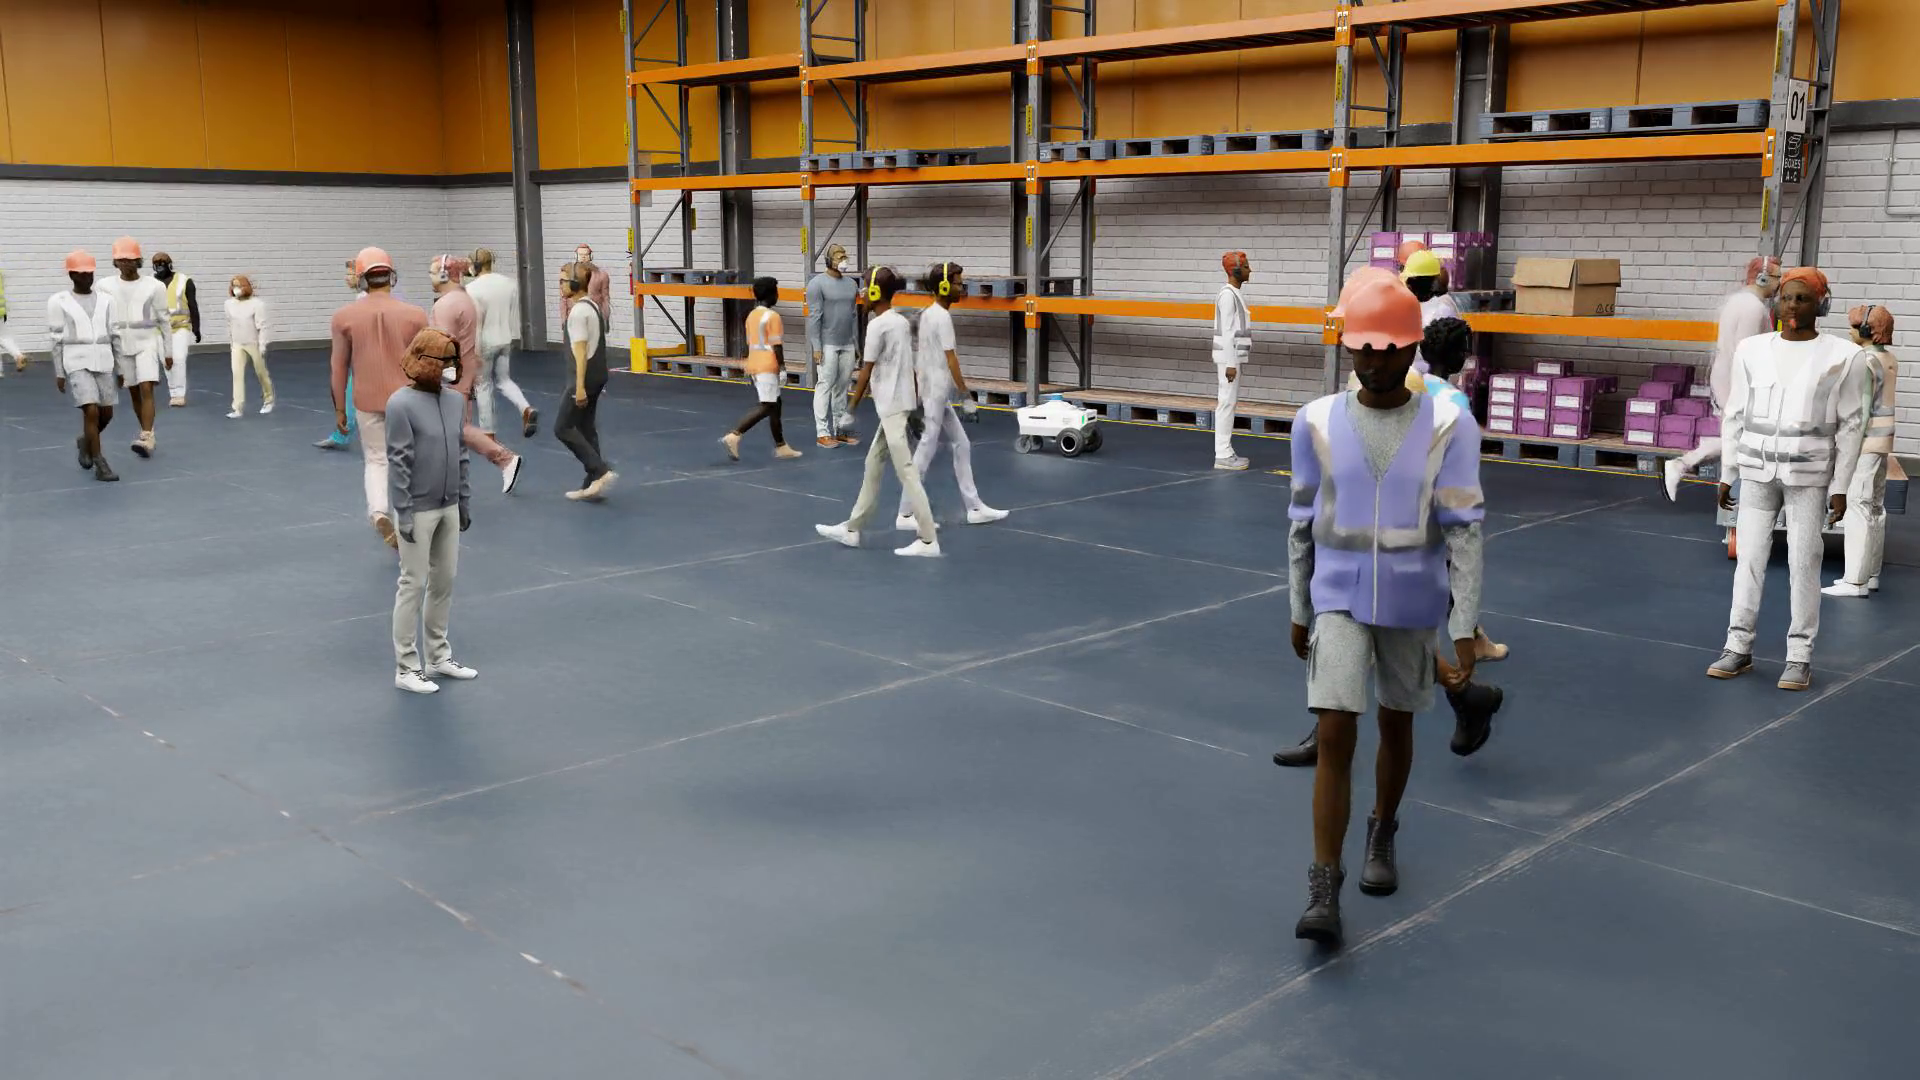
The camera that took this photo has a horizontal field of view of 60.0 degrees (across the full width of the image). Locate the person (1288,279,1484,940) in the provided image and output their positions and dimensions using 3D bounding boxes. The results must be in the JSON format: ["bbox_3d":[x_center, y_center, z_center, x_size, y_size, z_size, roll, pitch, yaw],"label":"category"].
[{"bbox_3d":[1.206,0.206,4.813,0.565,1.886,0.962,3,11,18],"label":"person"}]

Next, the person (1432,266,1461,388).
[{"bbox_3d":[3.717,-1.285,13.240,0.979,1.785,0.642,3,11,16],"label":"person"}]

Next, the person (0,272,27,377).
[{"bbox_3d":[-13.778,-3.207,23.683,0.545,1.812,0.672,1,10,4],"label":"person"}]

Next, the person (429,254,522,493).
[{"bbox_3d":[-3.856,-1.262,12.867,0.802,1.878,0.646,-1,10,-8],"label":"person"}]

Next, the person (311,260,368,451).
[{"bbox_3d":[-5.589,-1.721,15.599,0.961,1.791,0.583,-5,12,-26],"label":"person"}]

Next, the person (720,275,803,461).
[{"bbox_3d":[-1.786,-1.522,14.844,0.769,1.673,0.534,-5,12,-27],"label":"person"}]

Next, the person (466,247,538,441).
[{"bbox_3d":[-4.510,-1.887,16.192,0.718,1.912,0.639,6,12,28],"label":"person"}]

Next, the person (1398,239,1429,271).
[{"bbox_3d":[3.854,-1.616,14.519,0.943,1.993,0.658,10,14,42],"label":"person"}]

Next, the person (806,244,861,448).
[{"bbox_3d":[-1.191,-1.856,15.946,0.372,1.940,0.630,8,13,38],"label":"person"}]

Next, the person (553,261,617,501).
[{"bbox_3d":[-2.873,-1.183,12.572,0.405,1.827,0.534,0,10,0],"label":"person"}]

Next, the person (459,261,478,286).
[{"bbox_3d":[-8.166,-3.843,27.738,0.511,1.582,0.891,-5,11,-25],"label":"person"}]

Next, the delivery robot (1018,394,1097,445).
[{"bbox_3d":[0.898,-1.114,15.416,0.707,0.478,0.477,6,12,27],"label":"delivery robot"}]

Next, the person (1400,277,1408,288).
[{"bbox_3d":[3.322,-1.161,12.688,0.439,1.740,0.546,9,14,41],"label":"person"}]

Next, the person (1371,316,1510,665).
[{"bbox_3d":[2.174,-0.215,7.776,0.863,1.655,0.535,-4,11,-21],"label":"person"}]

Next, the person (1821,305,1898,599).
[{"bbox_3d":[5.060,-0.492,9.323,0.310,1.638,0.523,10,14,43],"label":"person"}]

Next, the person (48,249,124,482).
[{"bbox_3d":[-7.275,-1.458,13.851,0.796,1.916,0.548,9,14,41],"label":"person"}]

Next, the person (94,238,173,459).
[{"bbox_3d":[-7.556,-1.745,15.185,0.623,1.986,1.030,-2,11,-9],"label":"person"}]

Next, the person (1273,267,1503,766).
[{"bbox_3d":[1.633,-0.056,6.230,0.768,1.918,0.548,-1,10,-6],"label":"person"}]

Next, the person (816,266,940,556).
[{"bbox_3d":[-0.531,-0.802,10.519,0.935,1.822,0.520,3,11,14],"label":"person"}]

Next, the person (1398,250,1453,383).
[{"bbox_3d":[3.286,-1.102,11.896,0.420,1.910,0.605,-2,11,-12],"label":"person"}]

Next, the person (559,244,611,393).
[{"bbox_3d":[-4.802,-2.827,21.318,0.641,1.913,0.408,-2,11,-10],"label":"person"}]

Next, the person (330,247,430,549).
[{"bbox_3d":[-3.640,-0.868,10.520,0.626,1.959,0.803,-4,11,-20],"label":"person"}]

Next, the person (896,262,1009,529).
[{"bbox_3d":[-0.039,-0.975,11.436,0.908,1.834,0.536,-1,10,-6],"label":"person"}]

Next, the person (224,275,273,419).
[{"bbox_3d":[-7.984,-2.179,18.666,0.509,1.585,0.869,1,10,5],"label":"person"}]

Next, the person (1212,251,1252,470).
[{"bbox_3d":[2.372,-1.559,14.471,0.346,1.883,0.584,2,11,13],"label":"person"}]

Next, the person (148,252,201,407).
[{"bbox_3d":[-9.332,-2.457,19.542,0.661,1.815,0.803,-1,10,-7],"label":"person"}]

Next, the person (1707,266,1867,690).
[{"bbox_3d":[3.701,-0.275,7.469,0.575,1.884,0.355,10,14,42],"label":"person"}]

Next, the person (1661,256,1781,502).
[{"bbox_3d":[5.531,-1.111,12.038,0.686,1.881,0.681,3,11,15],"label":"person"}]

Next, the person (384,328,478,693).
[{"bbox_3d":[-2.355,-0.133,7.423,0.313,1.623,0.496,4,11,22],"label":"person"}]
